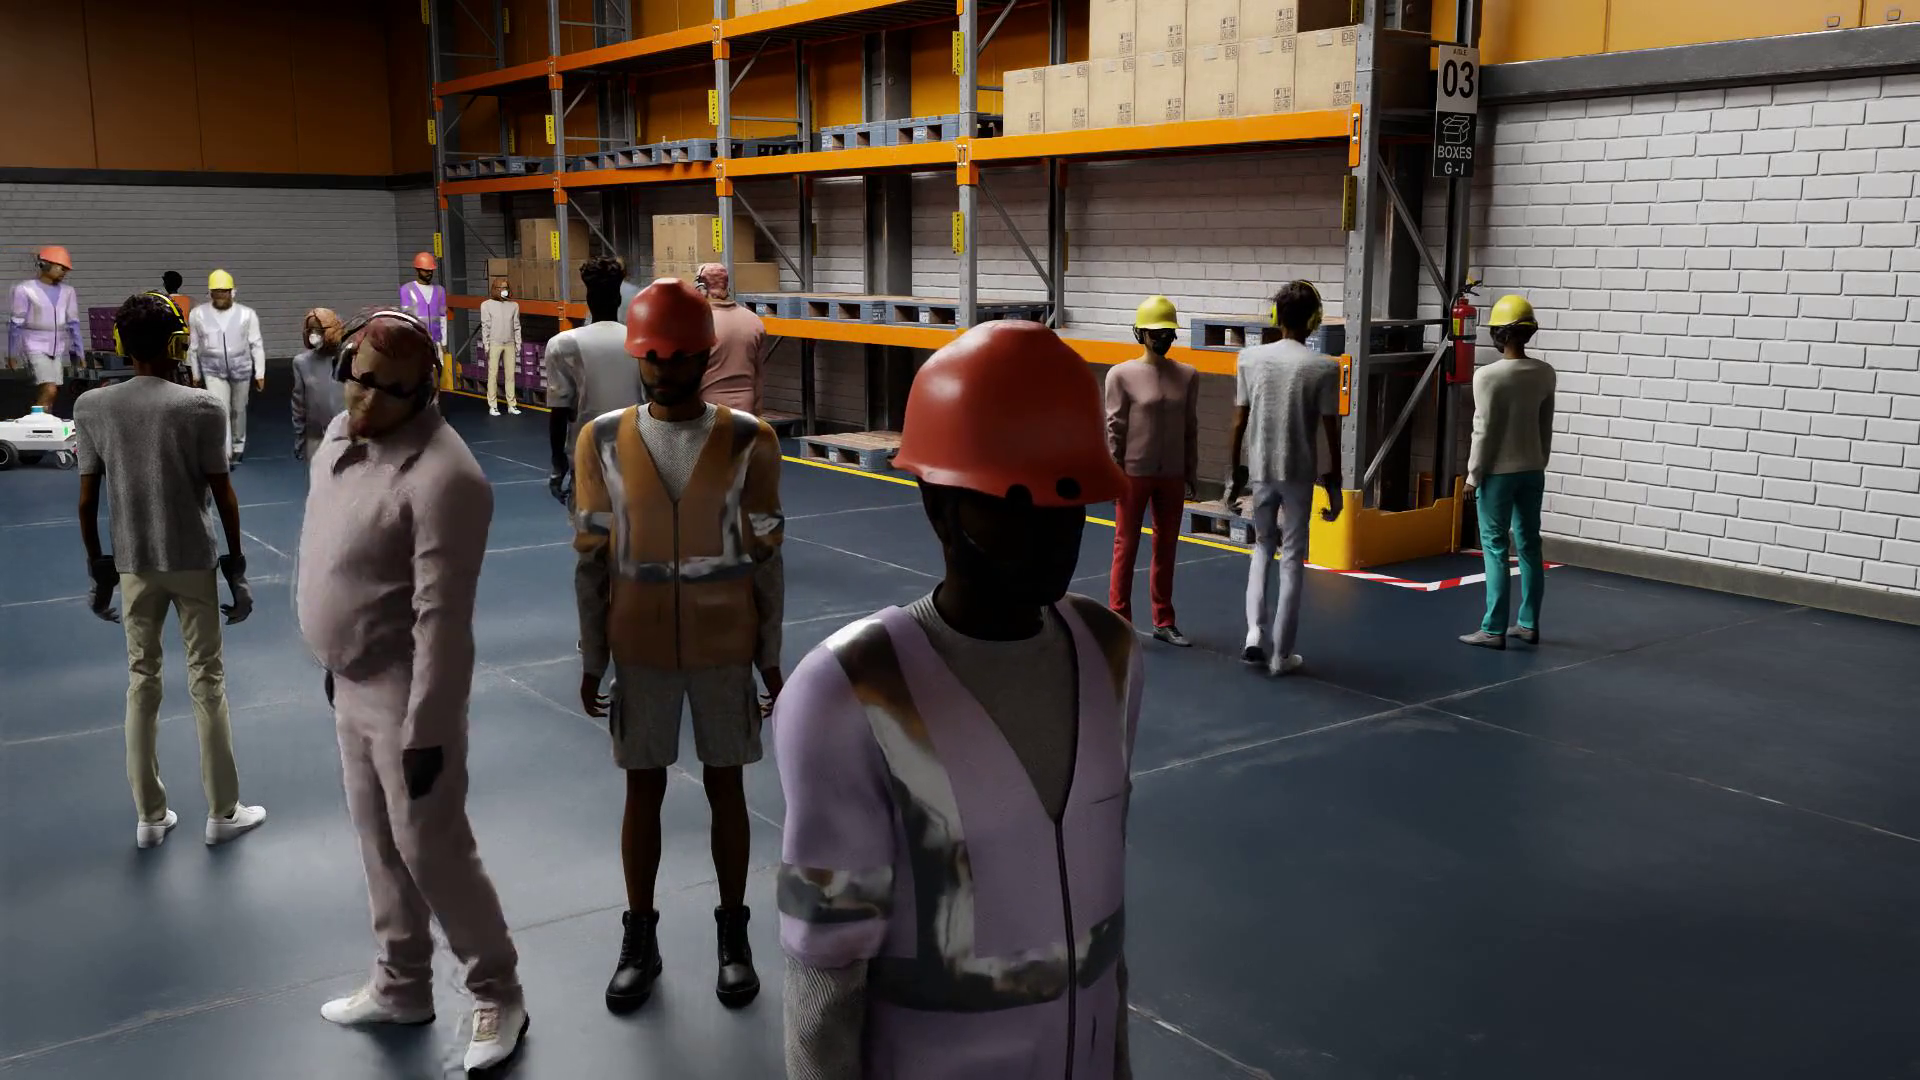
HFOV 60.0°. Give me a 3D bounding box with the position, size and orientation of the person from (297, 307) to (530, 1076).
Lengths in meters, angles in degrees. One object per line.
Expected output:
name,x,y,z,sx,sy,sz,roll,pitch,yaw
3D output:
person,-1.382,0.369,4.111,0.438,1.877,0.733,-8,13,-39

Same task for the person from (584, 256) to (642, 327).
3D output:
person,-3.472,-1.899,16.755,0.650,1.883,1.030,-7,13,-36

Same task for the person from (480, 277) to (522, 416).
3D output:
person,-5.407,-2.282,19.636,0.497,1.629,0.277,-9,13,-40

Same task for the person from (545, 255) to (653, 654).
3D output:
person,-1.707,-0.398,8.130,0.613,1.962,0.367,-4,11,-21

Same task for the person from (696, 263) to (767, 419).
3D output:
person,-1.497,-0.750,10.287,0.406,1.903,0.639,10,14,44

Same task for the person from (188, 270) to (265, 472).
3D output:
person,-6.560,-1.518,14.907,0.612,1.783,0.956,-5,11,-25

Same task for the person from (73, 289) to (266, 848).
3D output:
person,-2.655,0.105,5.585,0.532,1.869,0.311,-1,10,-5

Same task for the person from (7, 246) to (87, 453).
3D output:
person,-8.795,-1.823,16.014,0.655,1.993,0.623,4,11,21

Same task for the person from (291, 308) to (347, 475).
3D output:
person,-3.857,-0.606,10.224,0.507,1.632,0.268,2,10,8

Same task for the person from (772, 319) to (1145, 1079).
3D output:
person,0.046,0.702,2.047,0.552,1.934,0.373,-9,13,-41

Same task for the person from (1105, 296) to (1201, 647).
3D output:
person,0.961,-0.323,8.269,0.530,1.768,0.312,-4,11,-23

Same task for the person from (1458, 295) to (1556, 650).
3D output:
person,2.732,-0.335,8.334,0.528,1.767,0.329,-5,11,-26

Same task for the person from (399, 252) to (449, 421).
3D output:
person,-6.012,-2.270,18.749,0.546,1.927,0.411,-9,14,-42

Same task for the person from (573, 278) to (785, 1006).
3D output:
person,-0.734,0.286,4.384,0.552,1.933,0.374,-1,10,-5

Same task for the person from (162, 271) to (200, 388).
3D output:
person,-9.288,-2.339,19.752,0.321,1.697,0.530,7,12,34

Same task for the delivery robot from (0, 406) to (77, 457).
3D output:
delivery robot,-8.304,-0.966,15.001,0.707,0.478,0.477,0,10,0

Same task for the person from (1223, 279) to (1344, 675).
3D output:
person,1.528,-0.283,7.792,0.545,1.854,0.388,6,12,30
